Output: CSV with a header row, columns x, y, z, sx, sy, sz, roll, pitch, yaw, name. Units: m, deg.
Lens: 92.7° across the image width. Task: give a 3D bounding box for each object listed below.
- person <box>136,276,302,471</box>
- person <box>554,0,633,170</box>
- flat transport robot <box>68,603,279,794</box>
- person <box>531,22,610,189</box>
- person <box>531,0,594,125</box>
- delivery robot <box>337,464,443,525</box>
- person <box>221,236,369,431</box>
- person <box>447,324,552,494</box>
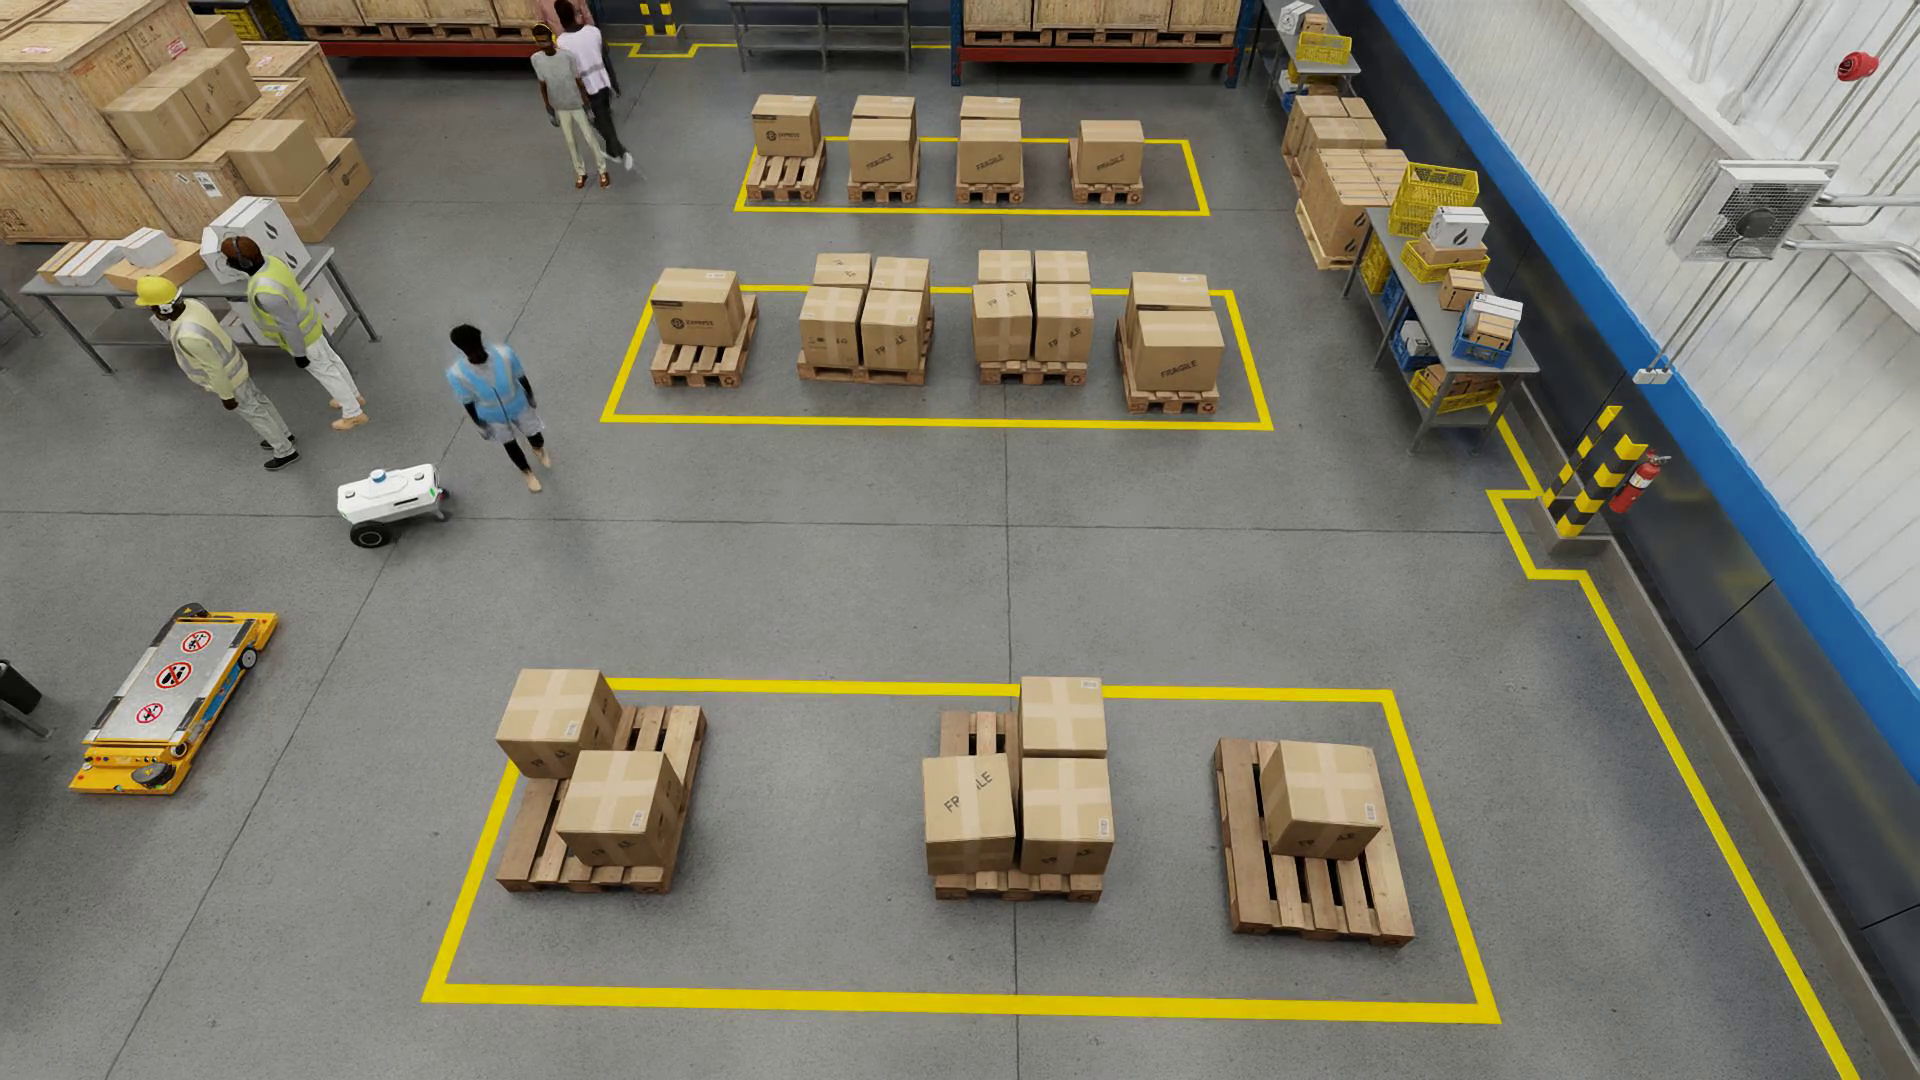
x,y,z,sx,sy,sz,roll,pitch,yaw,name
-6.017,-1.349,7.474,0.404,1.833,0.590,-23,54,-18,person
-4.263,-5.306,10.789,0.733,1.892,0.609,32,57,24,person
-5.504,1.072,6.442,0.652,0.197,1.431,1,50,1,flat transport robot
-4.470,-4.943,10.502,0.515,1.863,0.347,-5,50,-4,person
-4.928,-6.313,11.636,0.659,1.898,0.399,-21,53,-17,person
-4.604,-0.370,7.418,0.707,0.478,0.477,-18,52,-14,delivery robot
-5.640,-1.746,7.805,0.429,1.845,0.622,-19,52,-15,person
-3.636,-1.039,7.310,0.544,1.686,0.367,-28,55,-21,person
